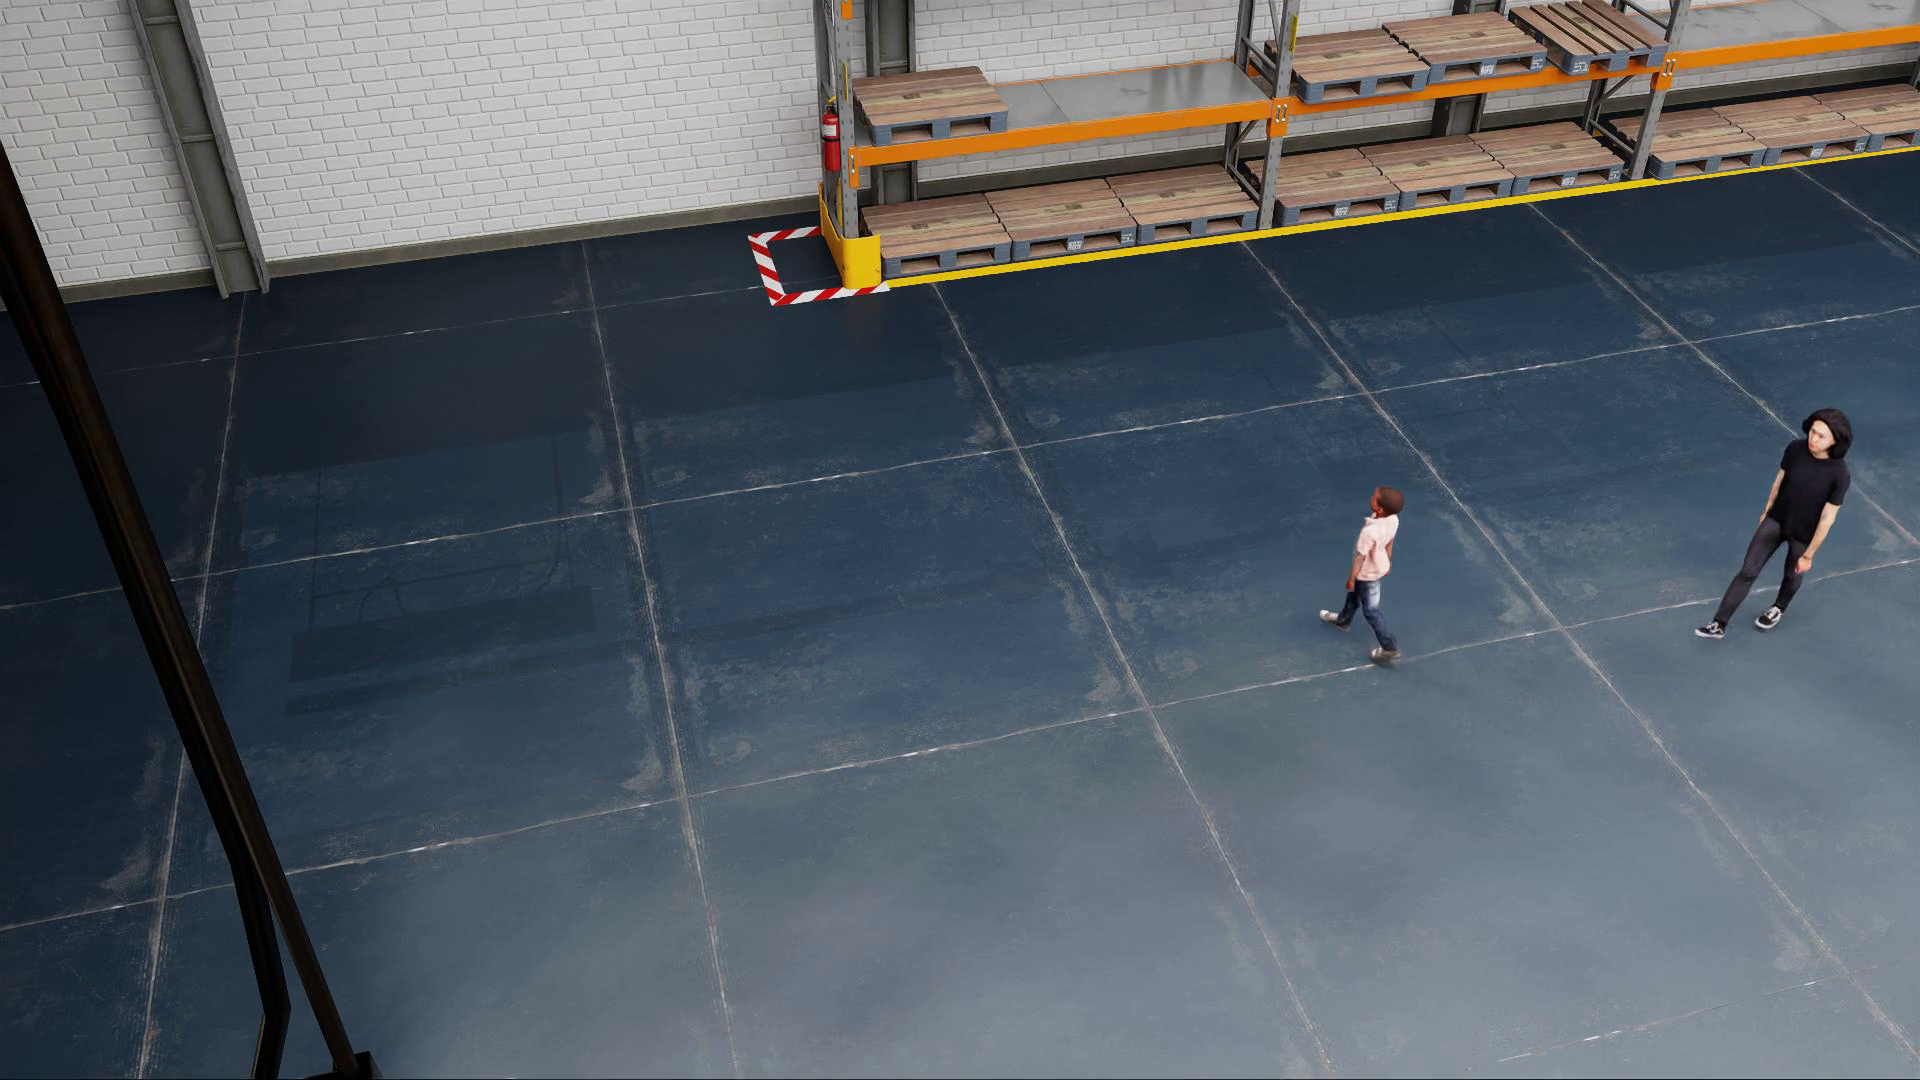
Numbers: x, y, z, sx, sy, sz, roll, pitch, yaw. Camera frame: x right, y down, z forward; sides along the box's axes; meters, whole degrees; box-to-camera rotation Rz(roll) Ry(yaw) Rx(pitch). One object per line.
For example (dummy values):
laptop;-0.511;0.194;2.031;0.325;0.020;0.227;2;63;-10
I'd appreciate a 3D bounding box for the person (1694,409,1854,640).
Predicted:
person;5.485;-0.113;10.811;1.177;1.802;0.891;-21;43;-24

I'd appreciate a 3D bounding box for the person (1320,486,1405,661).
person;2.718;0.219;10.802;0.853;1.295;0.900;31;48;33
